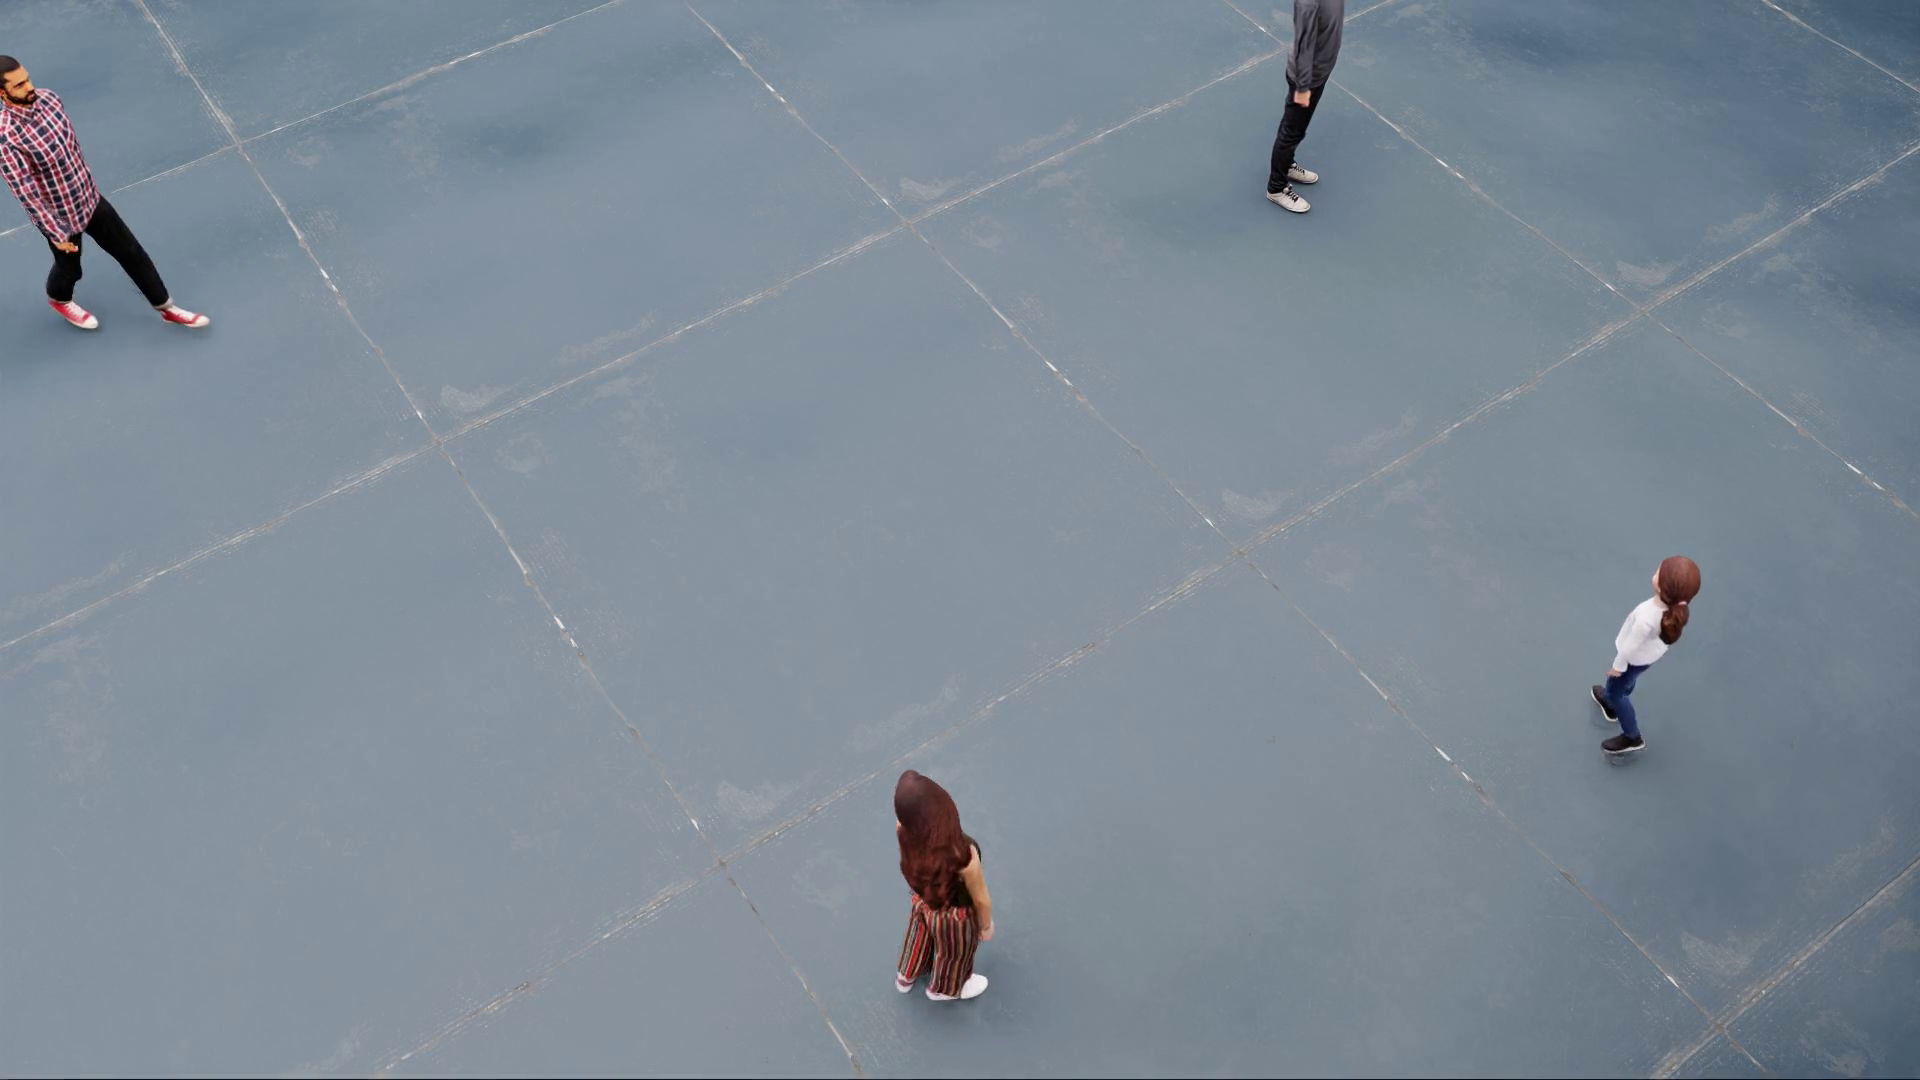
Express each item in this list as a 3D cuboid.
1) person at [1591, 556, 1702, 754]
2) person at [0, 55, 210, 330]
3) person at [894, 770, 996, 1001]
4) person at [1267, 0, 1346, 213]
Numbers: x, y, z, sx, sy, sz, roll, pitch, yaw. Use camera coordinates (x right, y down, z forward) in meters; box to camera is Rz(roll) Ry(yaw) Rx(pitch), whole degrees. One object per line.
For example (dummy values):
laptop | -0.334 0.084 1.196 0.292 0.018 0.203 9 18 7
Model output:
person | 3.030 0.502 7.331 0.485 1.094 0.580 -37 61 -25
person | -4.723 -1.749 8.664 1.245 1.743 1.107 15 54 11
person | -0.040 1.396 6.368 0.676 1.523 0.517 -23 56 -17
person | 1.962 -2.670 9.366 0.728 1.761 0.702 16 54 12
